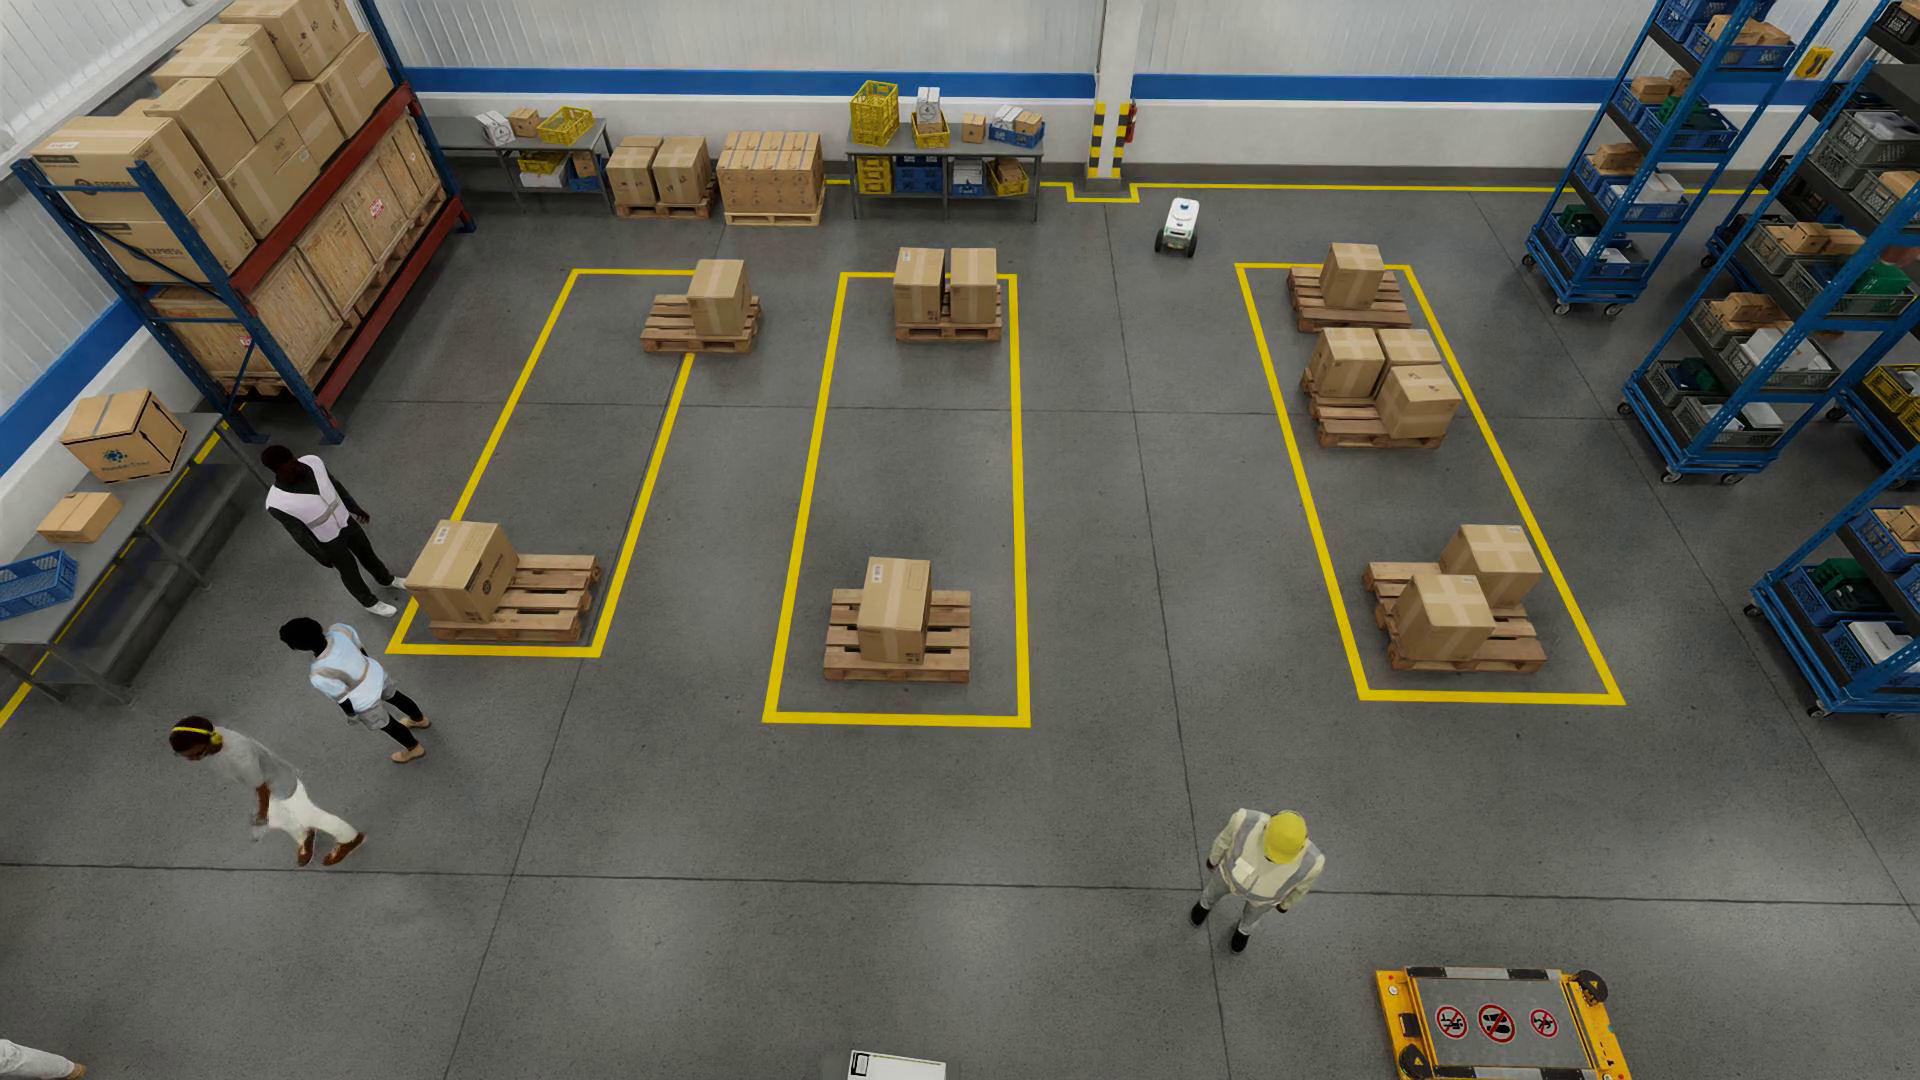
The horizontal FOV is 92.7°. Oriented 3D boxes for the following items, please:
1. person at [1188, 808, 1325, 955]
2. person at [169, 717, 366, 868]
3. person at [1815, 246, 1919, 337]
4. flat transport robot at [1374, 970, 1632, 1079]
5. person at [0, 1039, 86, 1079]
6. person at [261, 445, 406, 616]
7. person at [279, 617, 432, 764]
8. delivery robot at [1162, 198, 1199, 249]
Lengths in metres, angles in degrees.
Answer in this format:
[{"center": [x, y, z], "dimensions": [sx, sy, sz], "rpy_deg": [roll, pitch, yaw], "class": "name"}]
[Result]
[{"center": [1.831, 2.119, 5.748], "dimensions": [0.595, 1.823, 0.403], "rpy_deg": [28, 56, 21], "class": "person"}, {"center": [-4.634, 1.717, 6.061], "dimensions": [0.532, 1.853, 0.506], "rpy_deg": [15, 52, 12], "class": "person"}, {"center": [10.069, -3.122, 9.910], "dimensions": [0.401, 1.990, 0.622], "rpy_deg": [17, 53, 14], "class": "person"}, {"center": [3.501, 3.133, 5.914], "dimensions": [1.431, 0.197, 0.652], "rpy_deg": [1, 51, 1], "class": "flat transport robot"}, {"center": [-5.696, 2.956, 5.054], "dimensions": [0.429, 1.842, 0.621], "rpy_deg": [-6, 51, -5], "class": "person"}, {"center": [-5.130, -0.082, 7.489], "dimensions": [0.381, 1.911, 0.595], "rpy_deg": [5, 51, 4], "class": "person"}, {"center": [-4.357, 1.082, 6.673], "dimensions": [0.319, 1.694, 0.532], "rpy_deg": [-7, 51, -5], "class": "person"}, {"center": [2.779, -4.008, 11.495], "dimensions": [0.477, 0.478, 0.707], "rpy_deg": [14, 52, 11], "class": "delivery robot"}]
